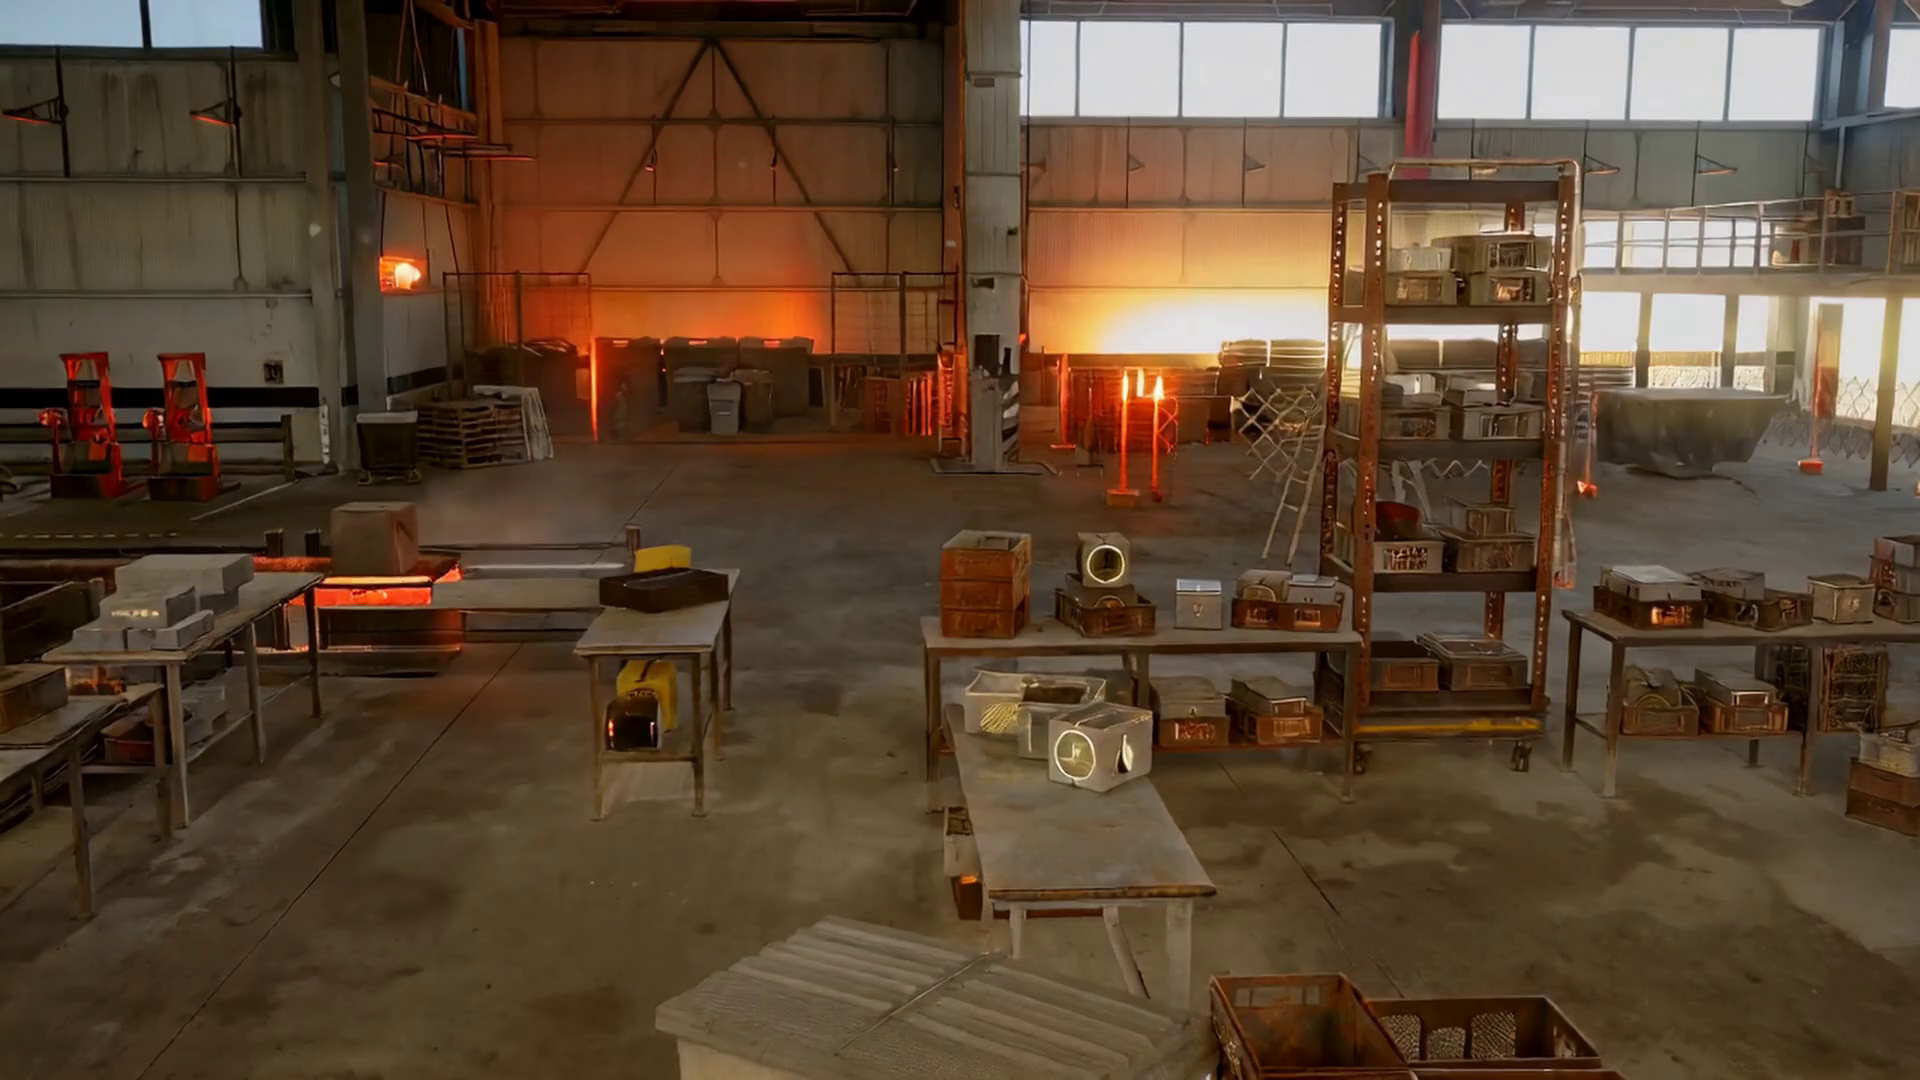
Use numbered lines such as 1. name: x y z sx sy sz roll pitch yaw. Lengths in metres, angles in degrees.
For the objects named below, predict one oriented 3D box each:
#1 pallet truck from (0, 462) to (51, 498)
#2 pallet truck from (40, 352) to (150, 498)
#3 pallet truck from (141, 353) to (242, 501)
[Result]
1. pallet truck: -13.193 -1.293 23.148 0.653 1.274 1.630 -1 9 -4
2. pallet truck: -11.907 -1.642 23.165 0.823 1.965 1.885 0 9 0
3. pallet truck: -10.520 -1.604 22.925 0.823 1.965 1.885 -1 9 -6
